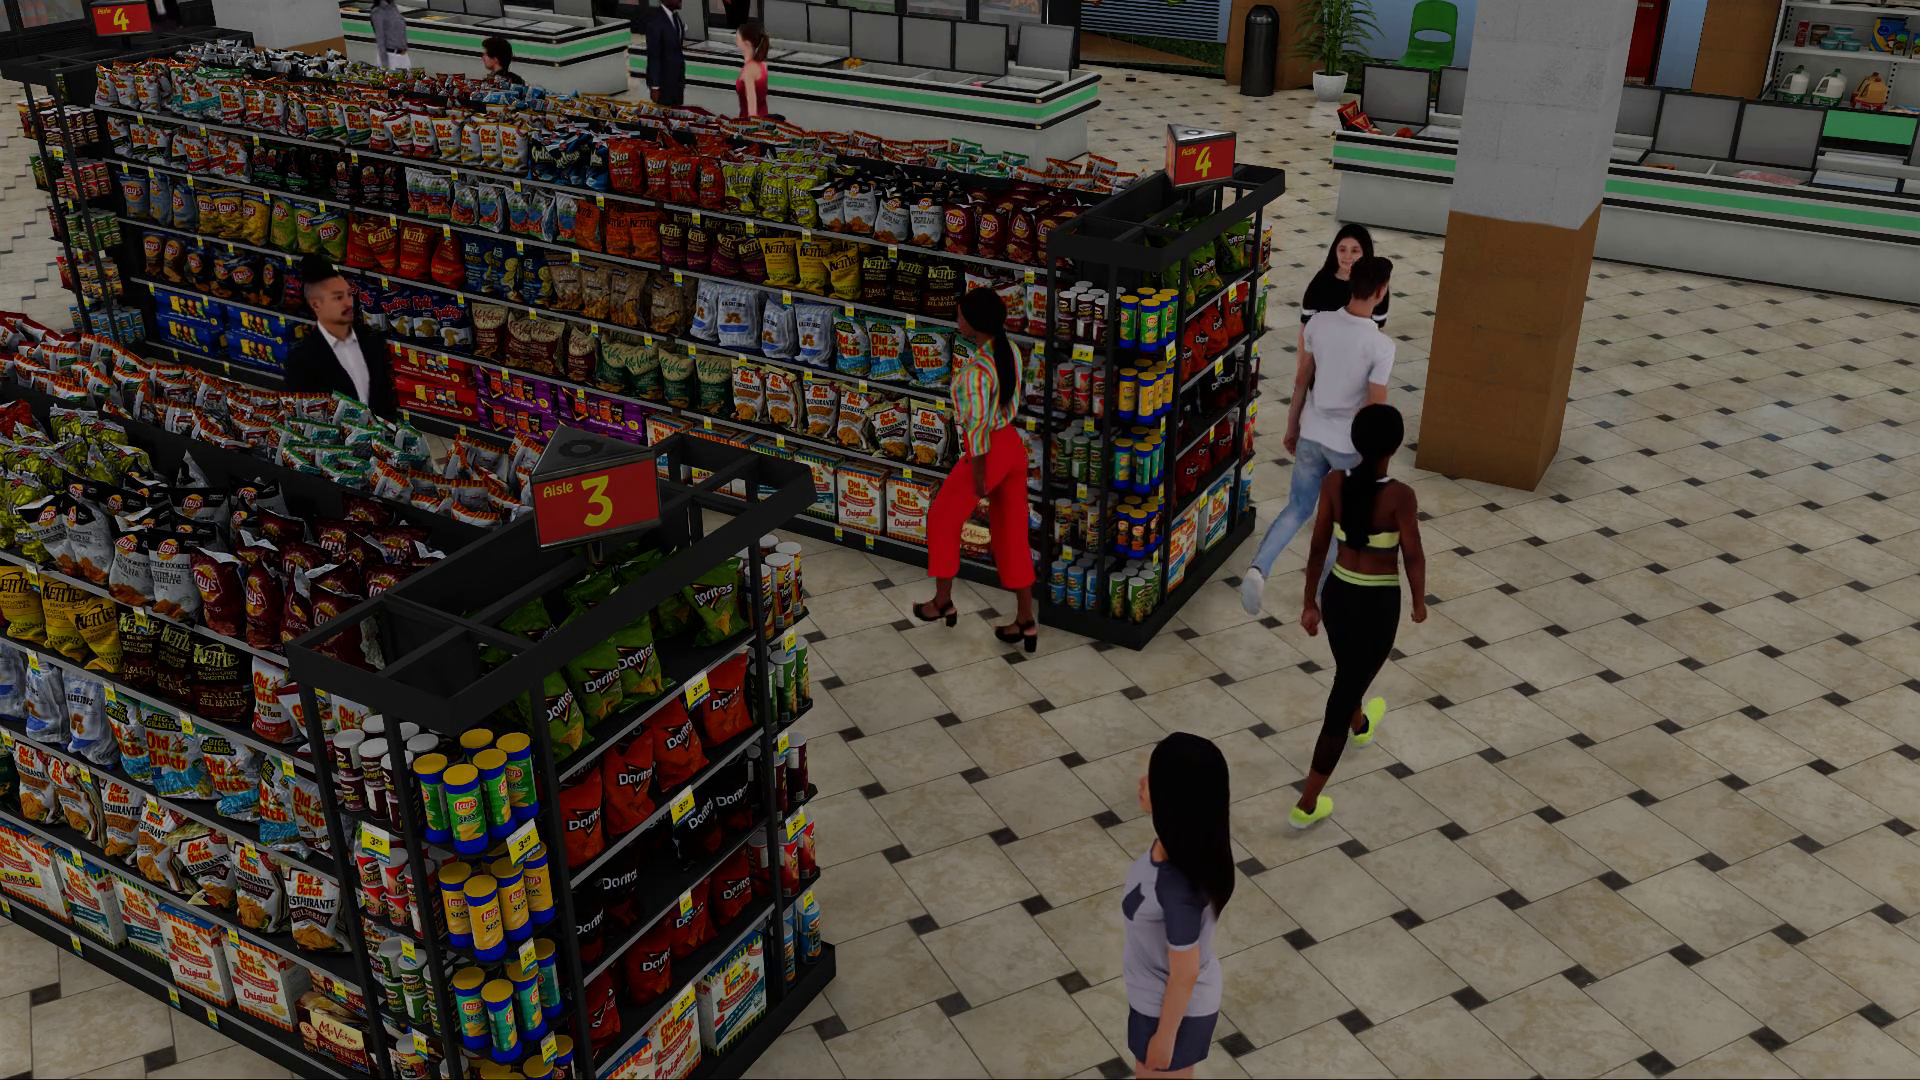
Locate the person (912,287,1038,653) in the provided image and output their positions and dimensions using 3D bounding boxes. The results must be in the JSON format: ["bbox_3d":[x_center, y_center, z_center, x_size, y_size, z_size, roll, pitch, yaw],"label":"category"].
[{"bbox_3d":[0.223,-0.279,7.661,0.899,1.767,0.624,18,32,31],"label":"person"}]

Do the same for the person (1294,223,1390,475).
[{"bbox_3d":[2.100,-0.978,9.228,1.090,1.595,0.877,6,27,12],"label":"person"}]

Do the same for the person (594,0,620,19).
[{"bbox_3d":[-4.235,-6.526,20.092,0.919,1.664,0.718,21,34,35],"label":"person"}]

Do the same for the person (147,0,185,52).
[{"bbox_3d":[-8.670,-5.450,18.023,1.092,1.616,0.733,22,34,36],"label":"person"}]

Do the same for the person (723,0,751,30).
[{"bbox_3d":[-2.710,-6.560,19.967,0.629,1.838,0.666,11,29,20],"label":"person"}]

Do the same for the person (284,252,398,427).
[{"bbox_3d":[-2.862,-0.380,7.679,1.113,1.929,0.772,17,31,30],"label":"person"}]

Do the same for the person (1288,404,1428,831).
[{"bbox_3d":[1.515,0.351,6.488,1.121,1.702,0.776,21,34,35],"label":"person"}]

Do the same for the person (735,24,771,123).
[{"bbox_3d":[-1.624,-3.384,13.836,1.175,1.719,0.710,9,28,17],"label":"person"}]

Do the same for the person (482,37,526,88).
[{"bbox_3d":[-3.371,-2.947,12.862,1.179,1.820,1.045,-1,27,-3],"label":"person"}]

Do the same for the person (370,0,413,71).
[{"bbox_3d":[-5.569,-4.663,16.354,0.585,1.722,0.646,7,28,14],"label":"person"}]

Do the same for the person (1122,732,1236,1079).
[{"bbox_3d":[0.594,1.271,4.671,0.649,1.706,0.665,4,27,8],"label":"person"}]

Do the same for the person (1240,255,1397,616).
[{"bbox_3d":[1.722,-0.428,7.881,1.077,1.833,0.941,22,34,36],"label":"person"}]
